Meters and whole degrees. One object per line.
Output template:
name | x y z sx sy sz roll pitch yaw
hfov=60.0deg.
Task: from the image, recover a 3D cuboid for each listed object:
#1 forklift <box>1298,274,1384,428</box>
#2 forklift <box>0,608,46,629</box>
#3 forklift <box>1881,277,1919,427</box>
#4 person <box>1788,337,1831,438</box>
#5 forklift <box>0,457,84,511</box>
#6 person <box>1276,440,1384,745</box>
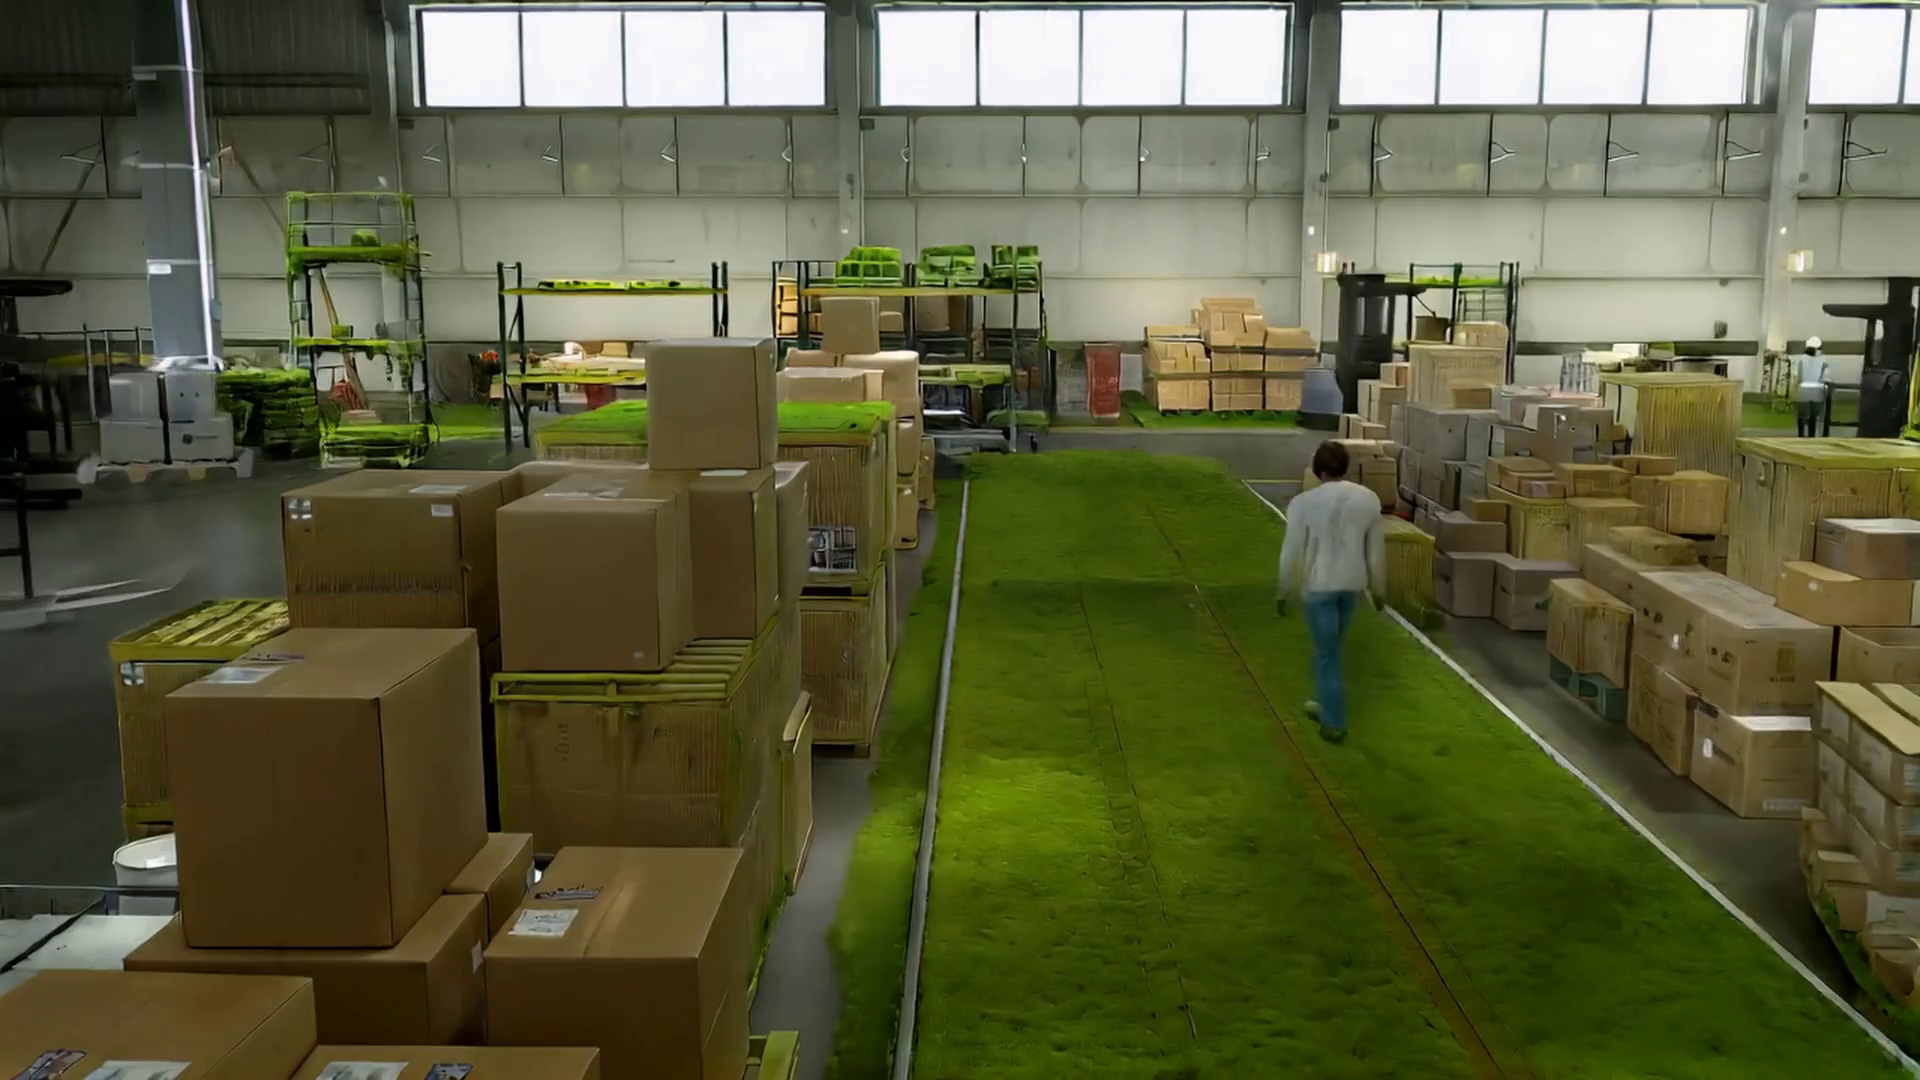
forklift | 7.165 -3.395 29.968 1.129 2.768 1.873 -8 12 -39
forklift | -8.660 -0.615 13.317 1.129 2.768 1.873 8 12 40
forklift | 13.620 -2.379 23.888 1.873 2.768 1.129 0 9 1
person | 13.188 -2.207 25.842 0.547 1.900 0.991 4 10 22
forklift | -11.895 -1.760 20.180 1.873 2.768 1.129 -3 10 -18
person | 2.309 0.306 10.687 0.662 1.910 0.846 -3 10 -18
